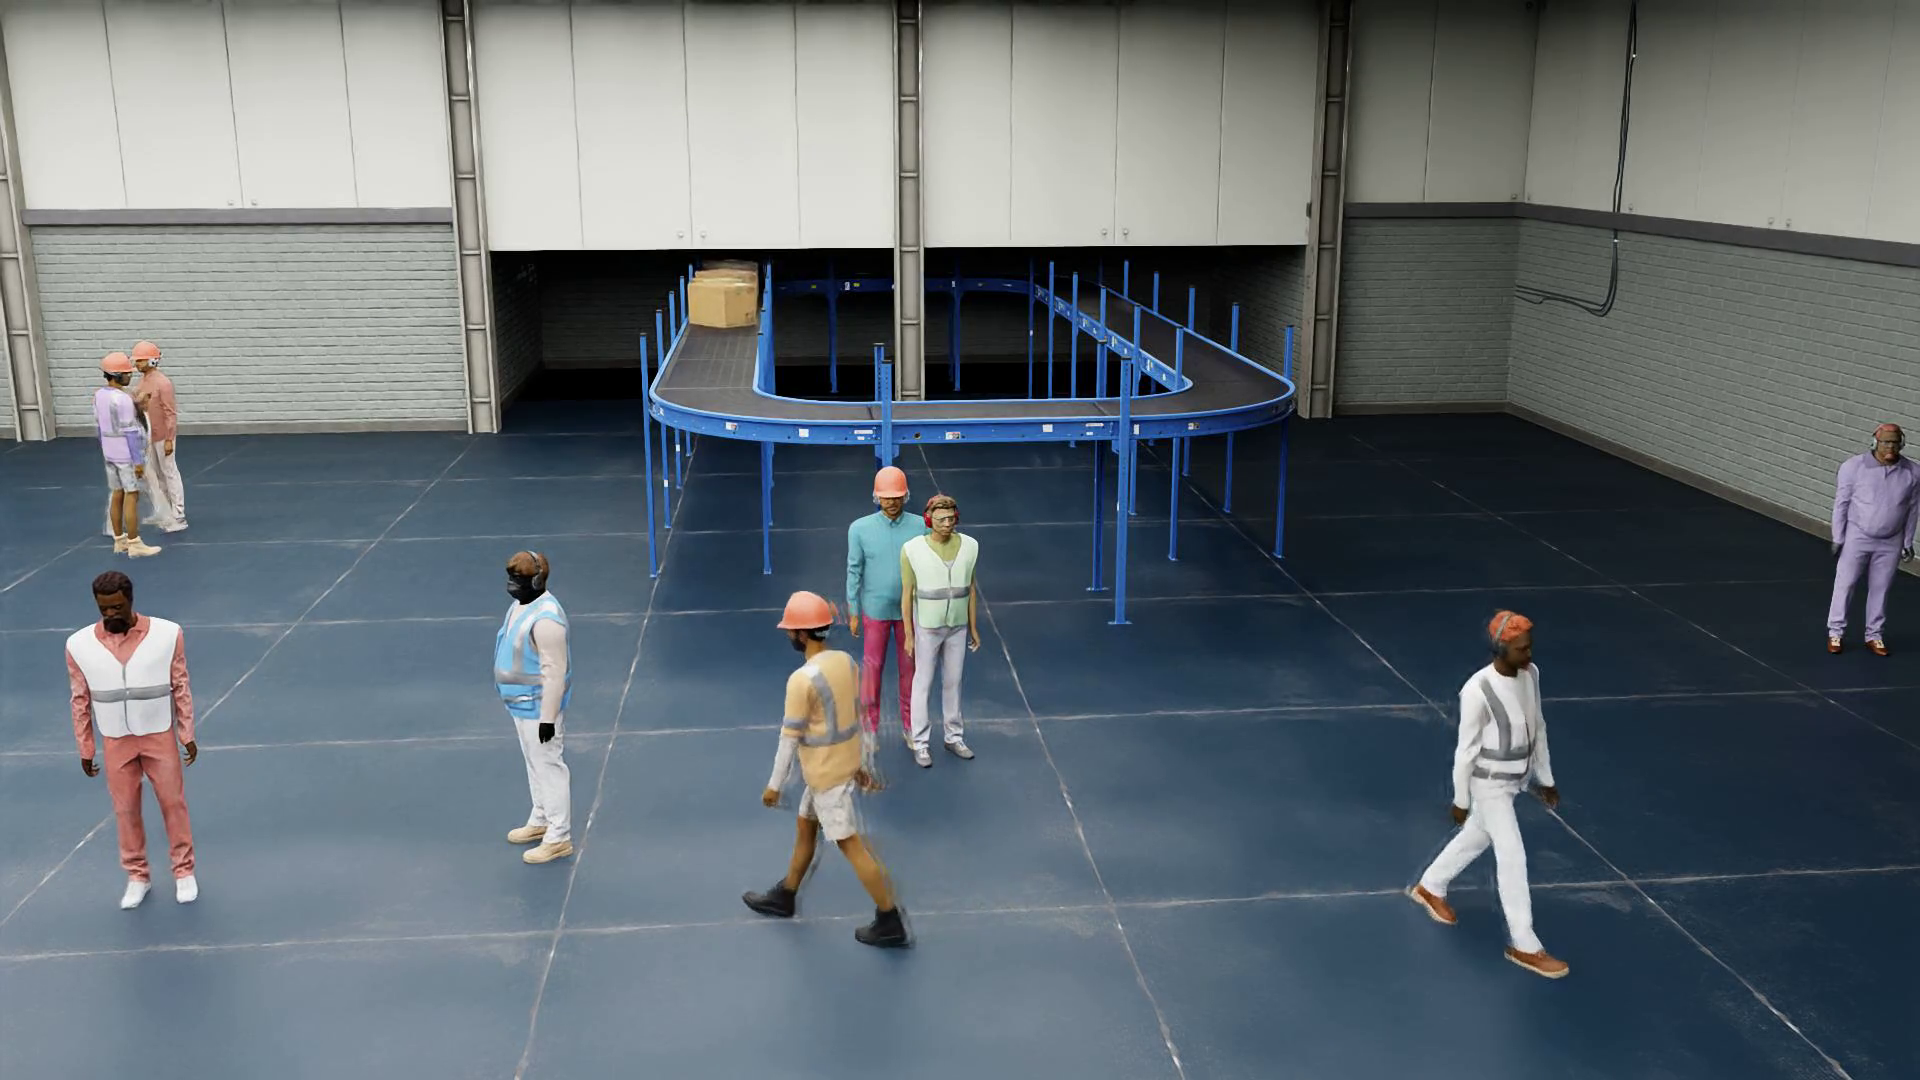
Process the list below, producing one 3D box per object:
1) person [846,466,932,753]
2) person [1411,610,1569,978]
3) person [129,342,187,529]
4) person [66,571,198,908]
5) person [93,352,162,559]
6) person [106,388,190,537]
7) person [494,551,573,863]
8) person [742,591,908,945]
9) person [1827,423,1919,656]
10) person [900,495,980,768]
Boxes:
[{"bbox_3d":[-0.462,0.472,11.359,0.623,1.993,0.384,-3,14,-12],"label":"person"},{"bbox_3d":[2.755,1.241,8.598,0.575,1.848,0.967,-13,19,-43],"label":"person"},{"bbox_3d":[-8.555,-1.117,17.716,0.608,1.995,0.377,10,17,36],"label":"person"},{"bbox_3d":[-4.516,1.079,9.120,0.600,1.907,0.410,-5,15,-19],"label":"person"},{"bbox_3d":[-8.288,-0.843,16.521,0.611,2.042,0.394,10,17,36],"label":"person"},{"bbox_3d":[-8.524,-0.796,17.262,0.873,1.573,0.539,0,14,0],"label":"person"},{"bbox_3d":[-2.489,0.958,9.720,0.429,1.844,0.633,-7,16,-27],"label":"person"},{"bbox_3d":[-0.696,1.194,8.723,1.003,1.883,0.545,5,15,17],"label":"person"},{"bbox_3d":[7.384,-0.003,13.437,0.638,1.911,0.406,3,14,11],"label":"person"},{"bbox_3d":[-0.134,0.592,11.181,0.566,1.846,0.389,-7,16,-27],"label":"person"}]
